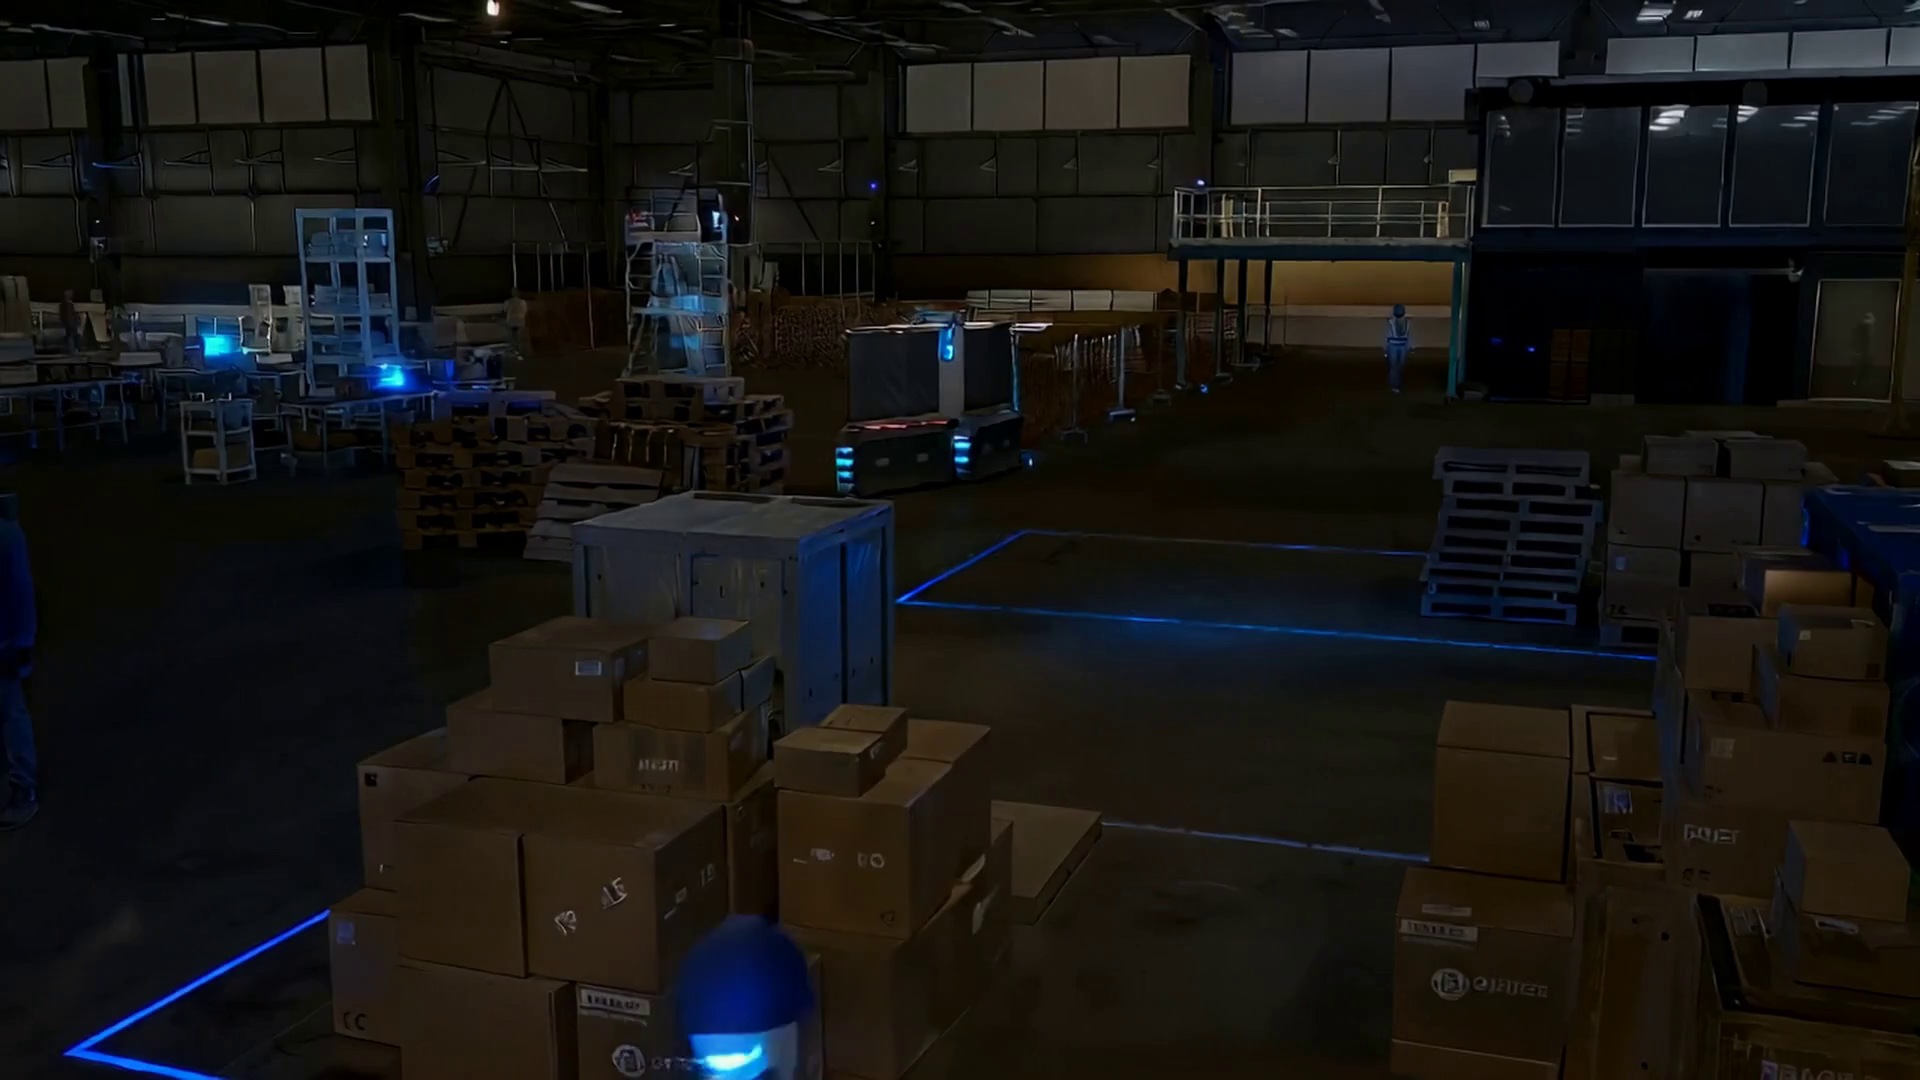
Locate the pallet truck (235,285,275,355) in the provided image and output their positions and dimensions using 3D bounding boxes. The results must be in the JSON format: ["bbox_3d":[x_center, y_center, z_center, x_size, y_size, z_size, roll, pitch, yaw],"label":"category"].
[{"bbox_3d":[-18.327,-5.835,44.421,0.823,1.965,1.885,4,11,23],"label":"pallet truck"}]

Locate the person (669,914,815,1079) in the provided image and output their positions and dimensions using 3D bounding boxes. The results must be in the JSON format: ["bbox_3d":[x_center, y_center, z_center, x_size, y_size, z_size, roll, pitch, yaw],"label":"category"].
[{"bbox_3d":[-0.403,1.601,2.864,0.578,1.871,1.010,6,12,32],"label":"person"}]

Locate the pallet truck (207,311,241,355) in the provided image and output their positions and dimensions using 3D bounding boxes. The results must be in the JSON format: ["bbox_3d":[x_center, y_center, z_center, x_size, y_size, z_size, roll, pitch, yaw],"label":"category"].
[{"bbox_3d":[-19.537,-5.575,44.913,0.653,1.274,1.630,3,11,19],"label":"pallet truck"}]

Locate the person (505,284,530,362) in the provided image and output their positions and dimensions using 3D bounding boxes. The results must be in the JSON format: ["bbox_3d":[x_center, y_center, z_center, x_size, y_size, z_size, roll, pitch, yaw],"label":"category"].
[{"bbox_3d":[-11.479,-5.648,43.269,0.615,2.022,0.591,1,10,4],"label":"person"}]

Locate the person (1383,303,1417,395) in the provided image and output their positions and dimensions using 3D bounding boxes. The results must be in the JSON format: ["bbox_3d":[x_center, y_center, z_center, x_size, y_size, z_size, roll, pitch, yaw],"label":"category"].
[{"bbox_3d":[8.954,-3.872,33.796,0.593,1.847,0.915,-2,10,-8],"label":"person"}]

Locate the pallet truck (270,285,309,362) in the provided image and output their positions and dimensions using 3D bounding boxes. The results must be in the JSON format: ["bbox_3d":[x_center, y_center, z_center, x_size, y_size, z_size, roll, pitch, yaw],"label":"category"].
[{"bbox_3d":[-17.147,-5.700,43.663,0.823,1.965,1.885,3,11,17],"label":"pallet truck"}]

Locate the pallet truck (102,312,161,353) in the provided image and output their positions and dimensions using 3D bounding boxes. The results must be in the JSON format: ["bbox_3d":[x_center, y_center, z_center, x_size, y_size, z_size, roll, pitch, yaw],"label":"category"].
[{"bbox_3d":[-23.057,-5.777,46.261,0.680,1.201,1.601,3,11,19],"label":"pallet truck"}]

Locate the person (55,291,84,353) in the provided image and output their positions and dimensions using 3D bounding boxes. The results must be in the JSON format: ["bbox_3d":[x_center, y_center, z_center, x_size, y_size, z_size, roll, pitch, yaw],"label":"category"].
[{"bbox_3d":[-23.355,-5.614,43.633,1.046,1.844,0.637,-4,11,-19],"label":"person"}]

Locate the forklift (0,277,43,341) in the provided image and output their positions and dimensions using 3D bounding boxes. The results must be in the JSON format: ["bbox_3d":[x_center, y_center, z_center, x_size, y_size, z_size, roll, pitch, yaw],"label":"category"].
[{"bbox_3d":[-27.151,-6.329,46.328,1.157,1.987,2.680,3,11,17],"label":"forklift"}]

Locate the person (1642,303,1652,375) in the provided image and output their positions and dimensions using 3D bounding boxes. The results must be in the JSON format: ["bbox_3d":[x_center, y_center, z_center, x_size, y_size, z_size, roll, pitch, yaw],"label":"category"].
[{"bbox_3d":[15.954,-4.754,38.712,0.566,1.849,0.597,-5,11,-25],"label":"person"}]

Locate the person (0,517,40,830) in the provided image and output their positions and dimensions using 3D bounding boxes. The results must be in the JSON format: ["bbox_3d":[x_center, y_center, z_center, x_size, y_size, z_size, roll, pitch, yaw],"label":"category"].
[{"bbox_3d":[-5.100,0.523,8.619,0.613,1.994,0.395,1,10,6],"label":"person"}]

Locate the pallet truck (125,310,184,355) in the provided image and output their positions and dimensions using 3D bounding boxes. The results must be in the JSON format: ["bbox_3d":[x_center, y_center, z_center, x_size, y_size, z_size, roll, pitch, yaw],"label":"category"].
[{"bbox_3d":[-22.038,-5.665,45.457,0.704,1.261,1.522,3,11,17],"label":"pallet truck"}]
